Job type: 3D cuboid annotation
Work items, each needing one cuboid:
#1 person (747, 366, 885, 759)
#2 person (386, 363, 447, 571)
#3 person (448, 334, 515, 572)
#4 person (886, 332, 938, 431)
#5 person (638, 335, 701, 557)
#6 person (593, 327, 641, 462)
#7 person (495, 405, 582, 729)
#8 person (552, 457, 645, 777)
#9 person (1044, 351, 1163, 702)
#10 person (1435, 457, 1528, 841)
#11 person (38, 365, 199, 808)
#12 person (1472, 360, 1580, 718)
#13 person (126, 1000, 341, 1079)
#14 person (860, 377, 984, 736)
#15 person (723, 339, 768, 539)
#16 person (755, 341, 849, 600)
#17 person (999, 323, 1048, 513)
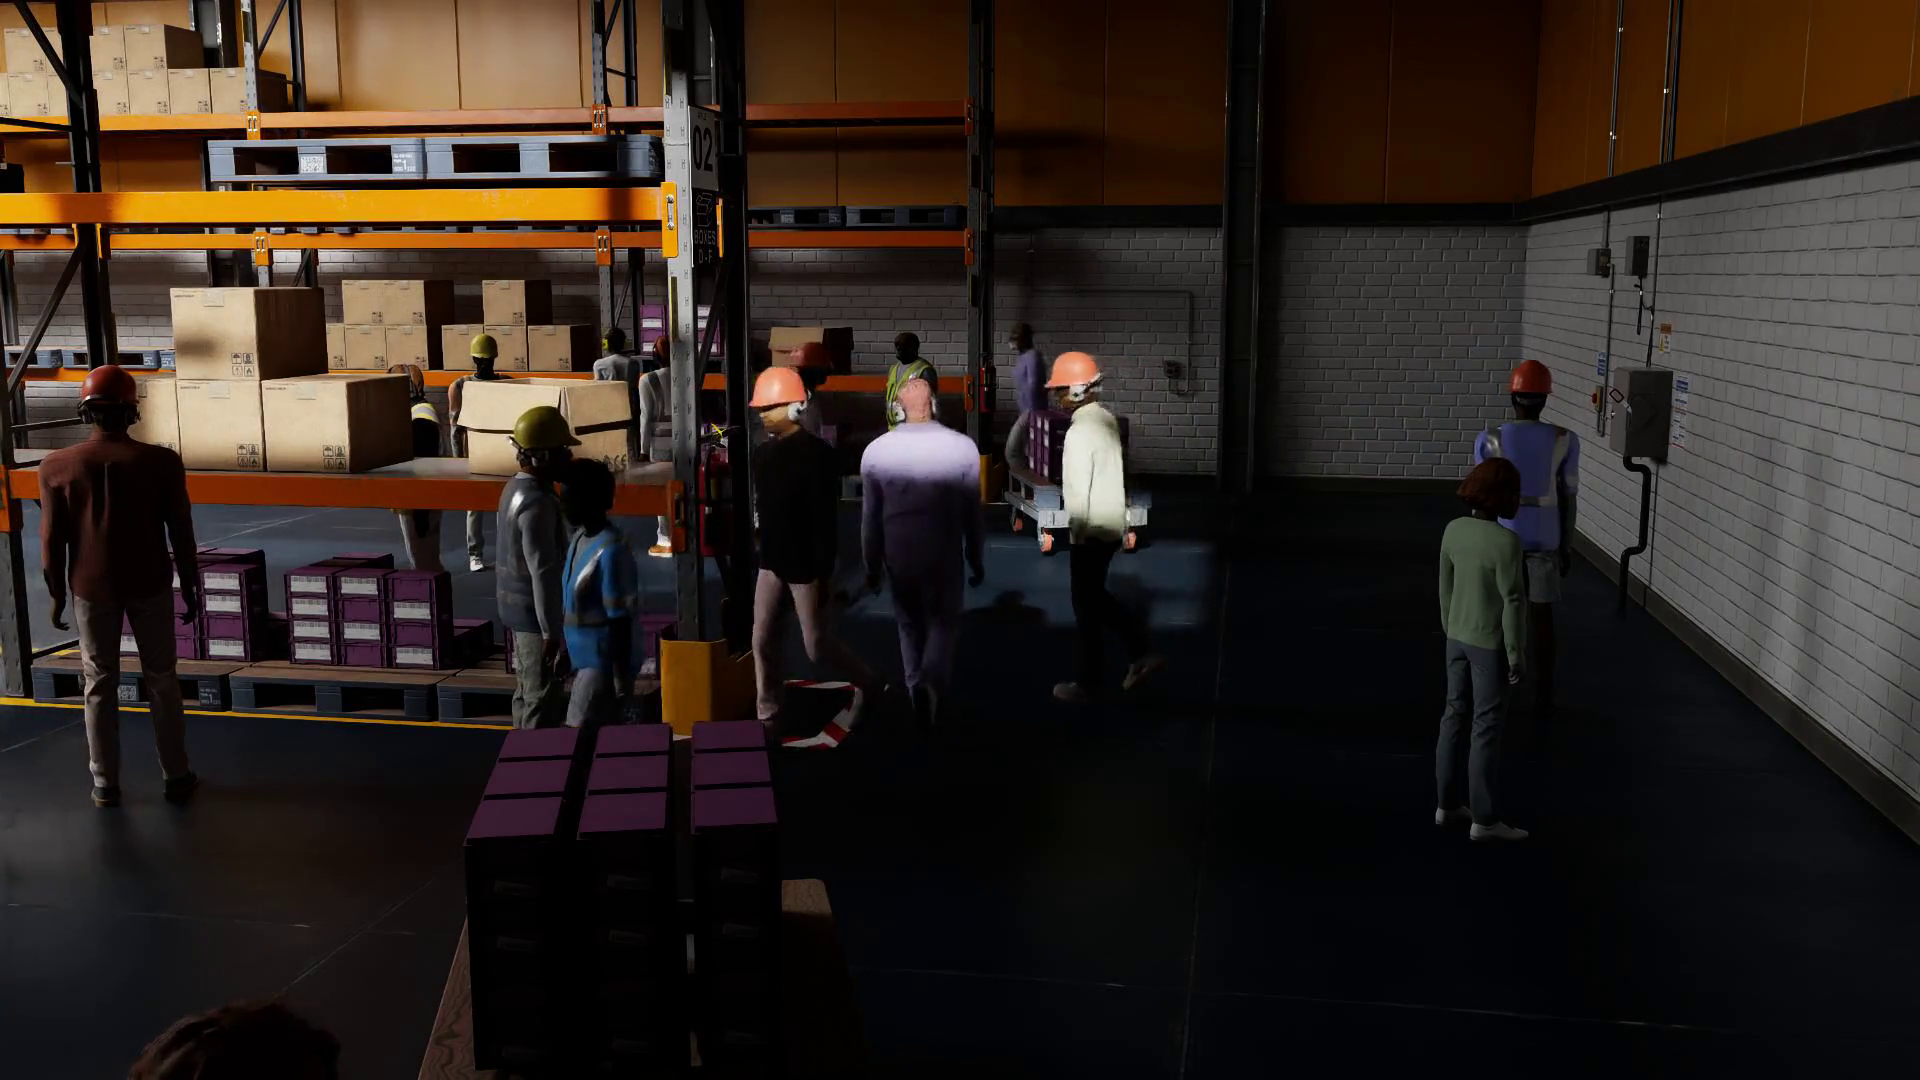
[{"bbox_3d":[-0.745,0.108,8.277,0.615,1.960,0.864,8,12,40],"label":"person"},{"bbox_3d":[-3.478,-0.208,10.626,0.428,1.836,0.626,-4,10,-22],"label":"person"},{"bbox_3d":[-3.796,-0.697,13.406,0.581,1.919,0.395,-6,11,-31],"label":"person"},{"bbox_3d":[-0.494,-1.063,15.904,0.429,1.840,0.633,-8,12,-40],"label":"person"},{"bbox_3d":[-2.457,-0.794,14.096,0.585,1.882,0.337,-8,12,-39],"label":"person"},{"bbox_3d":[-3.460,-1.225,16.859,0.494,1.861,0.335,-6,11,-33],"label":"person"},{"bbox_3d":[-1.814,0.329,7.284,0.404,1.834,0.591,-4,10,-22],"label":"person"},{"bbox_3d":[-1.466,0.499,6.731,0.375,1.676,0.532,-4,10,-22],"label":"person"},{"bbox_3d":[0.759,-0.054,9.257,0.628,1.971,0.650,4,10,23],"label":"person"},{"bbox_3d":[2.233,0.459,7.098,0.279,1.633,0.499,-3,10,-20],"label":"person"},{"bbox_3d":[-3.786,0.209,7.527,0.625,1.992,0.388,-4,10,-22],"label":"person"},{"bbox_3d":[3.045,-0.003,9.017,0.547,1.938,0.377,2,9,15],"label":"person"},{"bbox_3d":[-0.830,1.293,1.964,0.361,1.614,0.548,-1,9,-5],"label":"person"},{"bbox_3d":[-0.201,0.083,8.709,0.644,1.864,0.817,1,9,7],"label":"person"},{"bbox_3d":[-1.905,-0.913,14.940,0.446,1.849,0.618,-2,9,-11],"label":"person"},{"bbox_3d":[-1.212,-0.490,12.115,0.708,1.917,0.561,-2,9,-12],"label":"person"},{"bbox_3d":[0.641,-1.205,16.592,0.747,1.899,0.672,-1,9,-8],"label":"person"}]
